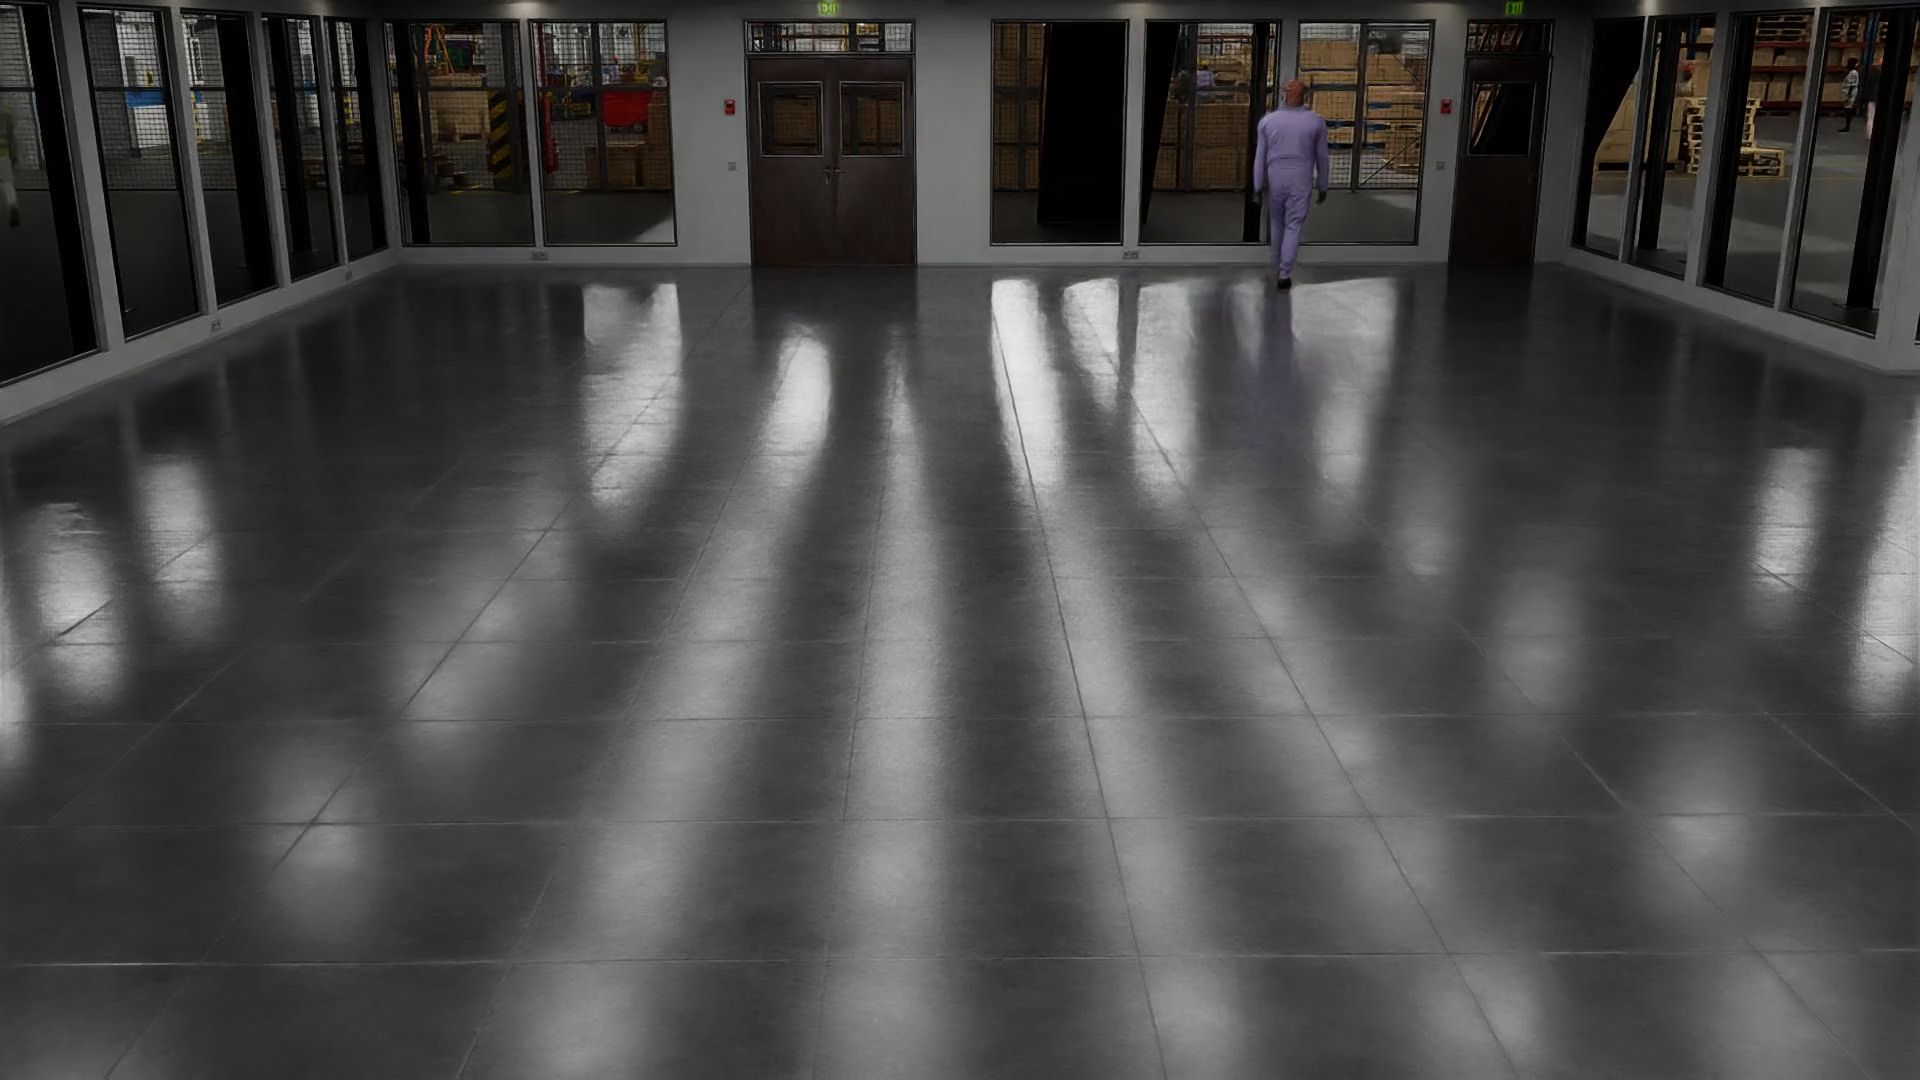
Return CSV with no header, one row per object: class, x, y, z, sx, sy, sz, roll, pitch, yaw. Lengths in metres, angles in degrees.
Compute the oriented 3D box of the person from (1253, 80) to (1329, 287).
person,3.076,-3.304,15.436,0.663,1.855,1.025,6,17,19
